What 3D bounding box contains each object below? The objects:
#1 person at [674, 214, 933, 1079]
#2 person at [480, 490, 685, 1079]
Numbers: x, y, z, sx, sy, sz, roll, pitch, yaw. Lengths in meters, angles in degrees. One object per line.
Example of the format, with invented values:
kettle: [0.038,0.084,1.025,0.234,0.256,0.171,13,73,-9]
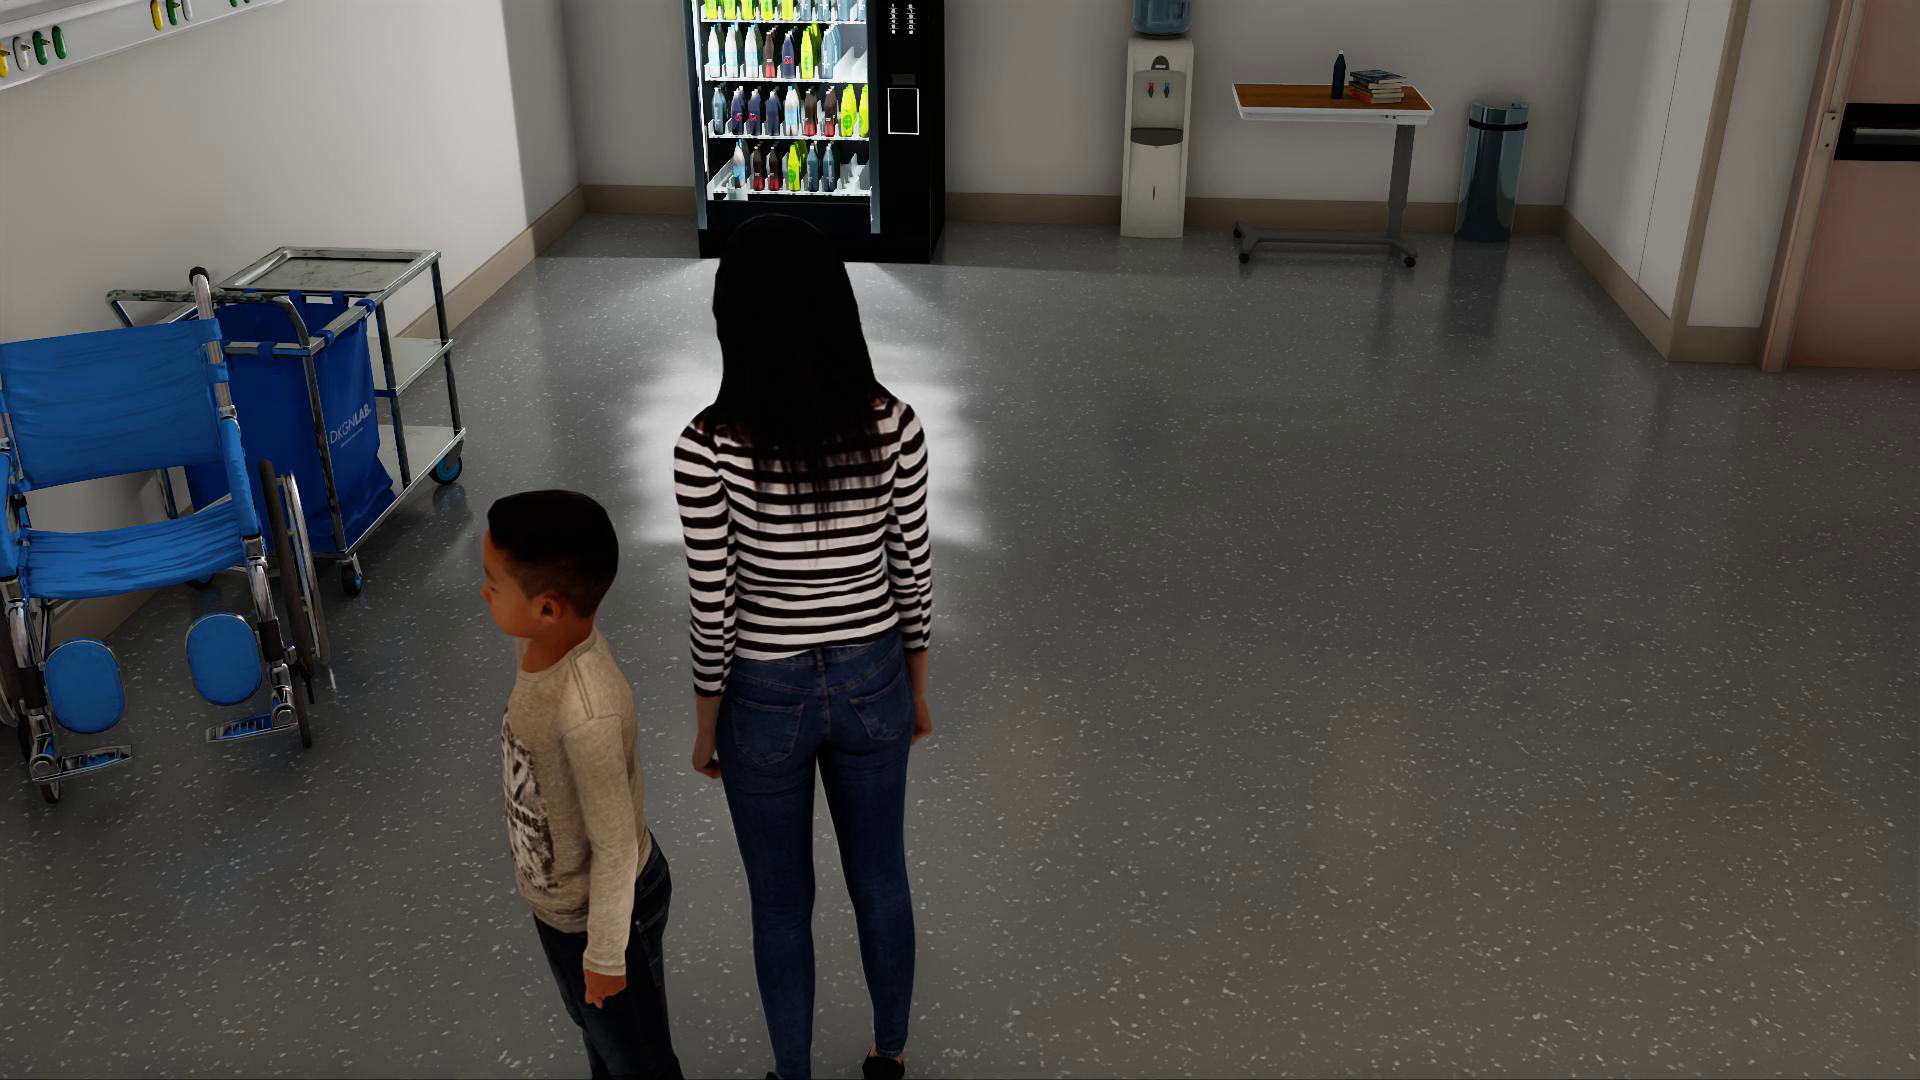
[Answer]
person: [-0.258,0.315,2.939,0.569,1.795,0.714,-8,27,-17]
person: [-0.608,0.576,2.779,0.672,1.464,0.639,-14,29,-26]
